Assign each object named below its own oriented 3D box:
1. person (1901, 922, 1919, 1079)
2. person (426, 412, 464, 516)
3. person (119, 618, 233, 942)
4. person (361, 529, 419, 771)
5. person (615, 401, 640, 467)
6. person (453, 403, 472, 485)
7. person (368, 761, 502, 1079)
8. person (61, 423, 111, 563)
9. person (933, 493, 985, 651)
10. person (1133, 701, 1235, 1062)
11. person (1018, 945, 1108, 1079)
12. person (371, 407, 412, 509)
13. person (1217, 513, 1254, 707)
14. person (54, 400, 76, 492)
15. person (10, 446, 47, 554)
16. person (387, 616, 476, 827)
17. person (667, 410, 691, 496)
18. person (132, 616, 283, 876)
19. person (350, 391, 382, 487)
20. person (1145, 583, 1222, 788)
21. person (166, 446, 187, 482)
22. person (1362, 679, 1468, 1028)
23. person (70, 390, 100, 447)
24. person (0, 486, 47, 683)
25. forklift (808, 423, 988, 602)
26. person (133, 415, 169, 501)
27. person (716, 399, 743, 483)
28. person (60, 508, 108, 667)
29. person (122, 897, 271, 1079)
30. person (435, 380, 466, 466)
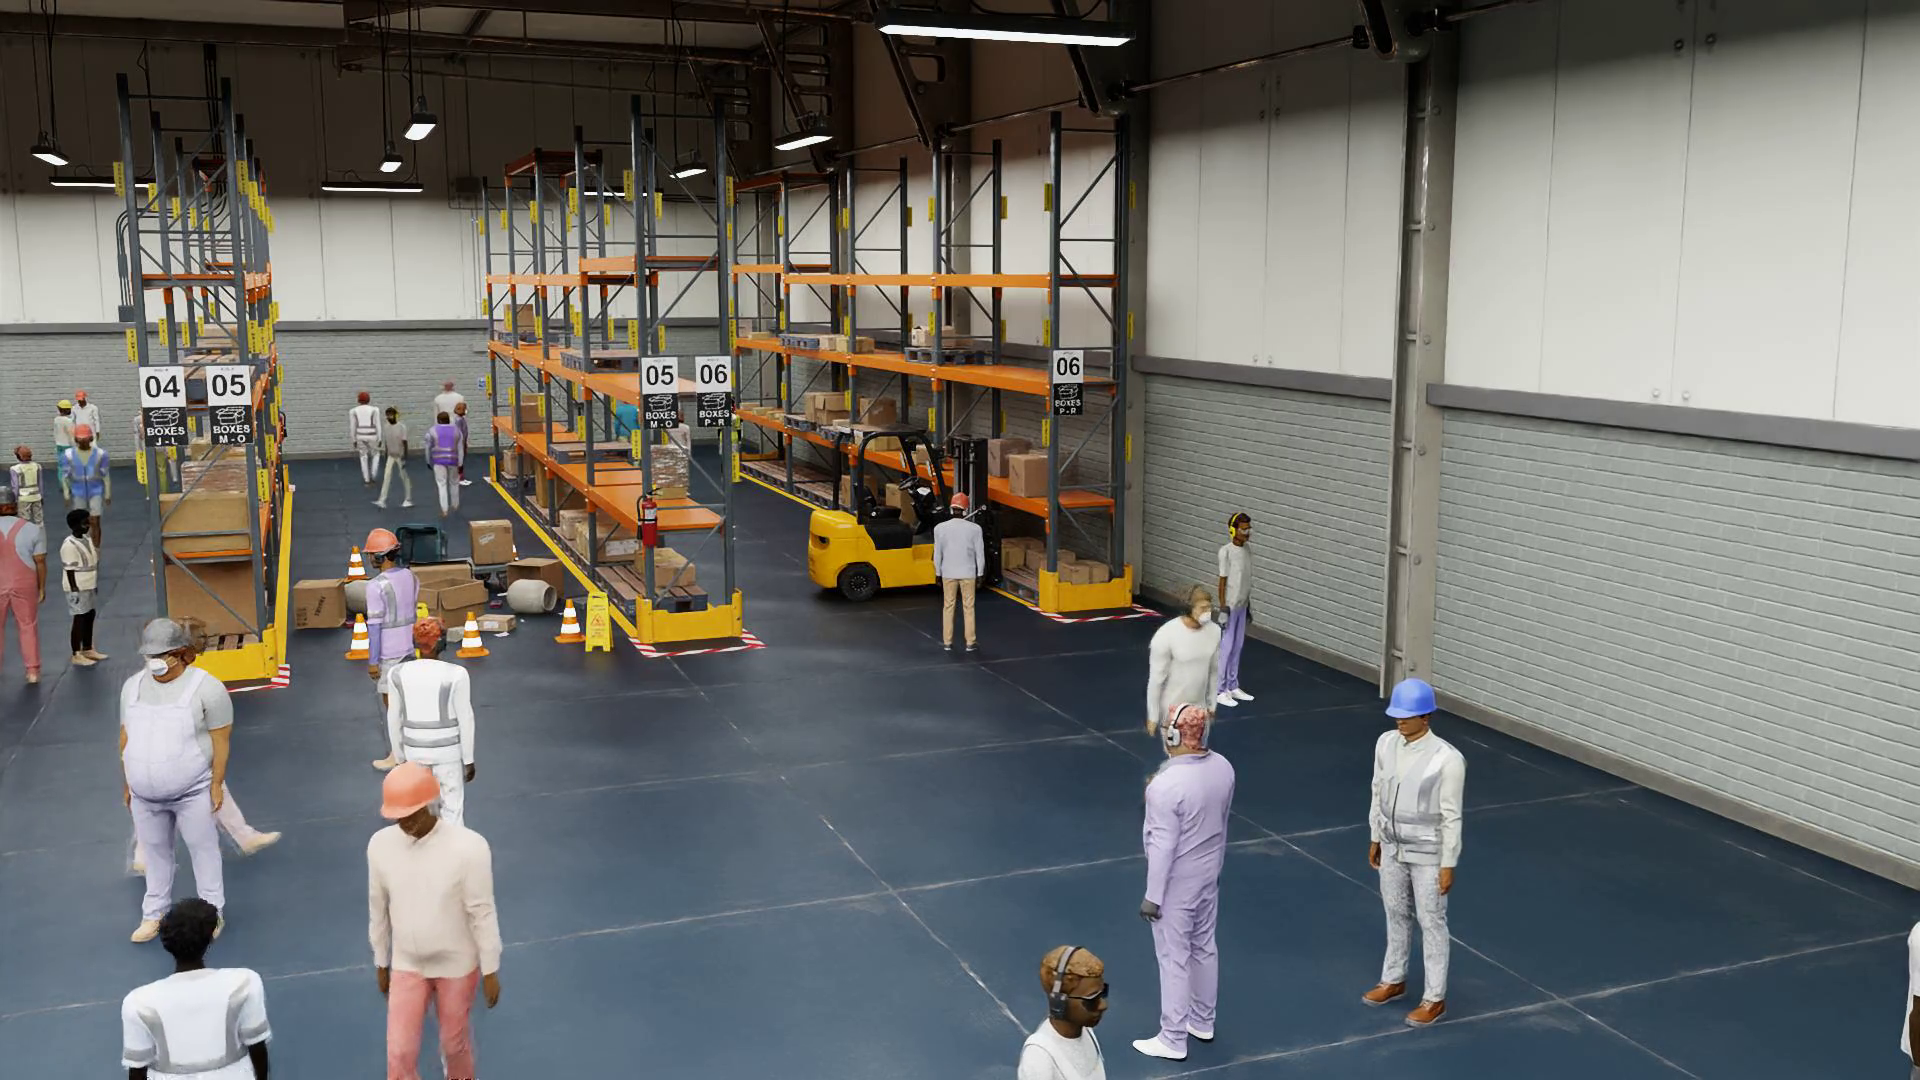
[{"bbox_3d":[4.021,2.133,6.759,0.516,1.872,0.327,-7,11,-36],"label":"person"},{"bbox_3d":[-8.905,-1.321,28.774,0.617,1.790,0.925,-4,10,-24],"label":"person"},{"bbox_3d":[-4.879,1.487,10.287,0.684,2.000,0.538,0,9,1],"label":"person"},{"bbox_3d":[-4.775,0.913,13.945,0.419,2.034,0.605,2,9,15],"label":"person"},{"bbox_3d":[-6.880,-2.226,34.553,0.561,1.753,0.327,-1,9,-8],"label":"person"},{"bbox_3d":[-9.841,-1.900,32.883,0.283,1.633,0.497,-1,9,-8],"label":"person"},{"bbox_3d":[-2.434,1.954,7.631,0.638,1.965,0.558,1,9,4],"label":"person"},{"bbox_3d":[-12.564,-0.681,23.959,0.624,2.032,0.554,-4,10,-25],"label":"person"},{"bbox_3d":[-0.005,0.348,18.354,0.575,1.749,0.334,2,9,9],"label":"person"},{"bbox_3d":[1.166,1.789,8.810,0.409,1.907,0.651,8,12,41],"label":"person"},{"bbox_3d":[0.363,2.295,5.814,0.329,1.844,0.515,3,10,20],"label":"person"},{"bbox_3d":[-10.031,-1.438,29.410,0.549,1.809,0.975,2,9,14],"label":"person"},{"bbox_3d":[2.665,0.658,16.048,0.310,1.868,0.533,8,12,40],"label":"person"},{"bbox_3d":[-17.086,-1.795,31.811,0.529,1.765,0.327,5,11,31],"label":"person"},{"bbox_3d":[-13.721,-0.568,24.481,0.310,1.638,0.523,3,10,21],"label":"person"},{"bbox_3d":[-3.504,1.440,11.082,0.575,1.882,0.360,1,9,7],"label":"person"},{"bbox_3d":[-5.280,-1.629,31.196,0.502,1.629,0.270,1,9,9],"label":"person"},{"bbox_3d":[-5.295,1.417,11.516,0.983,1.789,0.533,-3,10,-19],"label":"person"},{"bbox_3d":[-11.660,-1.999,32.743,0.593,1.864,0.692,-1,9,-7],"label":"person"},{"bbox_3d":[1.606,1.228,12.342,0.670,1.911,0.669,-6,11,-34],"label":"person"},{"bbox_3d":[-15.755,-1.968,33.344,0.517,1.619,0.502,-4,10,-23],"label":"person"},{"bbox_3d":[2.505,1.709,9.220,0.419,1.939,0.613,-6,11,-33],"label":"person"},{"bbox_3d":[-18.400,-2.287,34.985,0.575,1.741,0.355,-2,9,-10],"label":"person"},{"bbox_3d":[-9.619,0.448,16.827,0.686,2.000,0.535,-6,11,-32],"label":"person"},{"bbox_3d":[-0.830,-0.399,21.676,2.313,2.155,1.214,-4,10,-21],"label":"forklift"},{"bbox_3d":[-14.830,-1.678,30.564,0.591,1.926,0.387,-4,10,-21],"label":"person"},{"bbox_3d":[-4.587,-1.971,33.131,0.541,1.695,0.316,3,10,20],"label":"person"},{"bbox_3d":[-9.304,0.501,17.607,0.320,1.684,0.541,-1,9,-5],"label":"person"},{"bbox_3d":[-3.001,2.253,6.576,0.540,1.675,0.537,-4,10,-25],"label":"person"},{"bbox_3d":[-10.924,-2.495,35.812,0.658,1.888,0.583,0,9,1],"label":"person"}]
